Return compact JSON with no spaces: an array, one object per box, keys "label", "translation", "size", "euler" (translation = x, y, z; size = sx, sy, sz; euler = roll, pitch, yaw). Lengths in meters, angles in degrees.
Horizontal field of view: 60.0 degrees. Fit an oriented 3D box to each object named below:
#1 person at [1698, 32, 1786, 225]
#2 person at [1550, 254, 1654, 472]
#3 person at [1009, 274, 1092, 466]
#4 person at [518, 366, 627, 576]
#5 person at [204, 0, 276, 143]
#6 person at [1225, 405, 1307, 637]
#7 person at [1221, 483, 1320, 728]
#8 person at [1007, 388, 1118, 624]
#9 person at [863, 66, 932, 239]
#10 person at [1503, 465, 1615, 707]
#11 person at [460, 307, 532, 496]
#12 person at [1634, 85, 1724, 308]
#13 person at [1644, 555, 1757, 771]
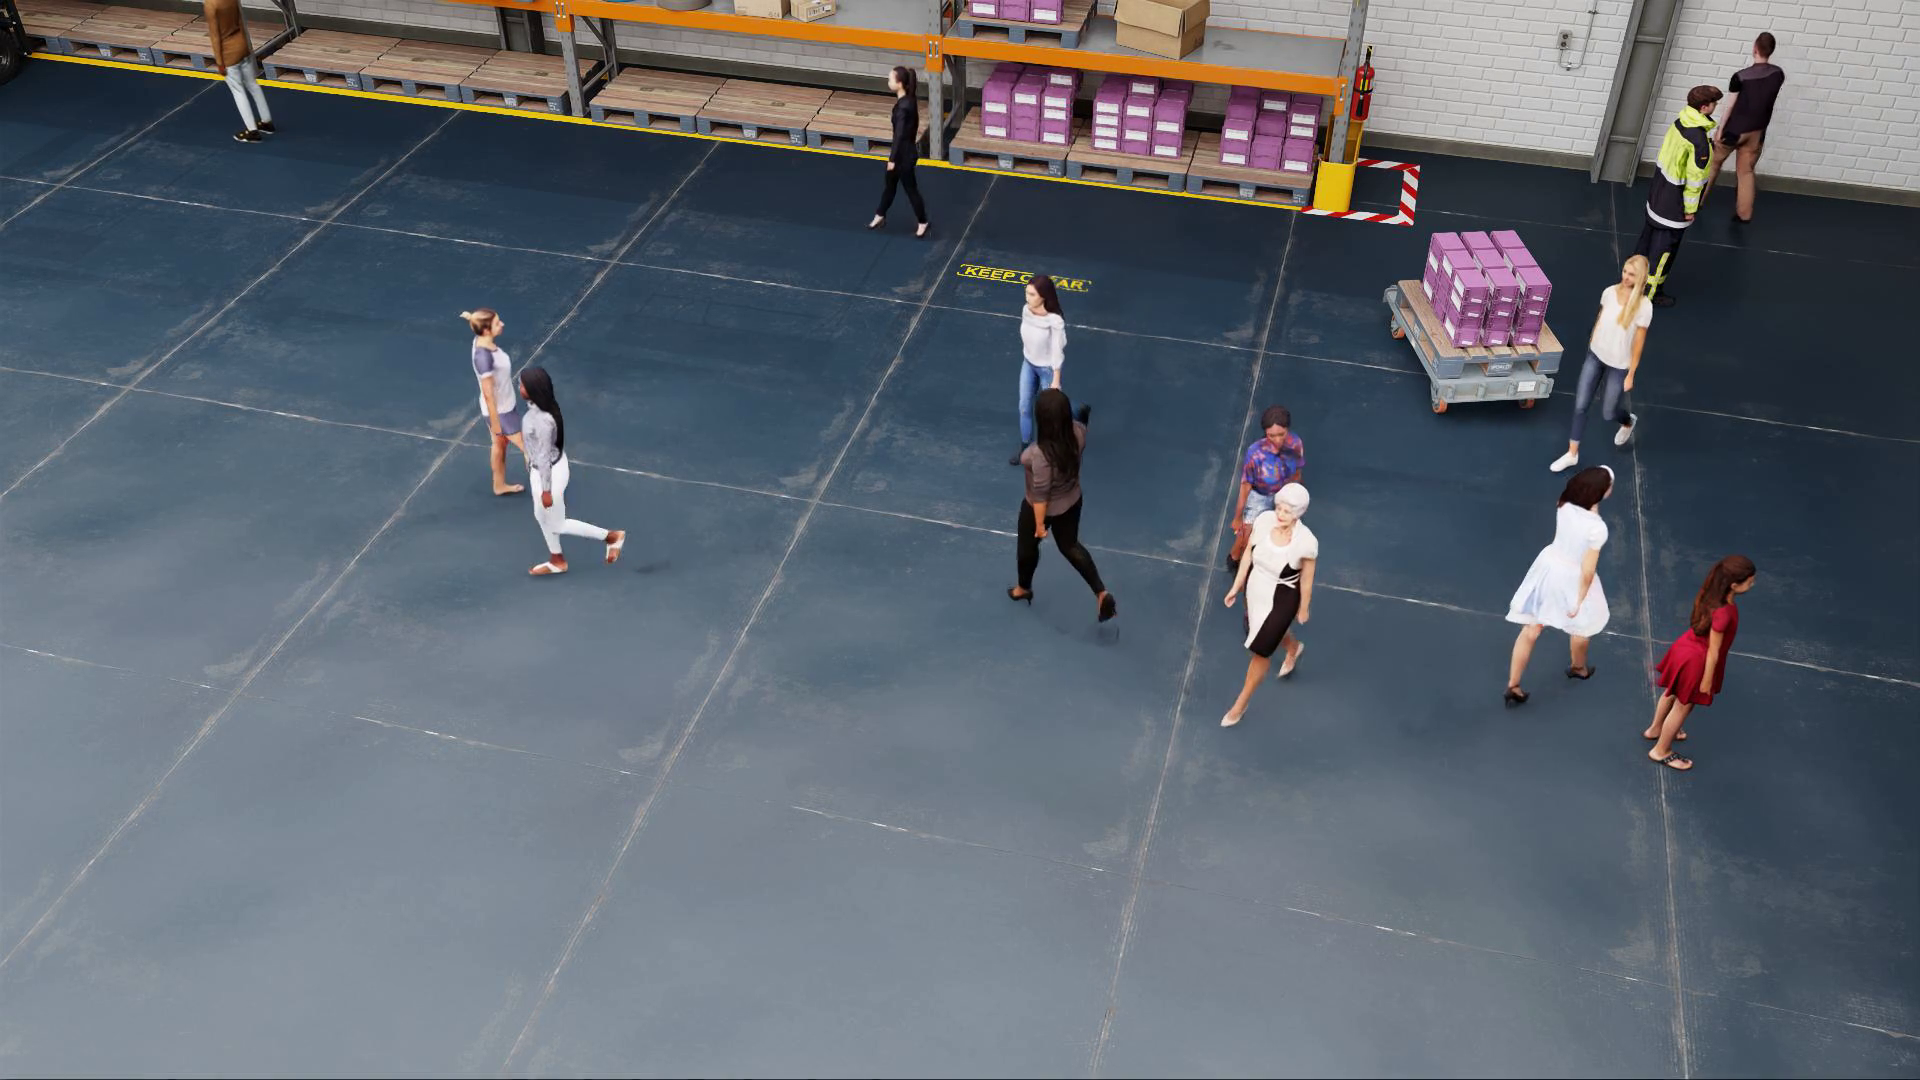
[{"label":"person","translation":[7.350,-3.802,15.508],"size":[1.076,1.812,0.944],"euler":[-2,39,-2]},{"label":"person","translation":[4.909,-1.324,12.422],"size":[1.041,1.791,1.010],"euler":[-22,44,-25]},{"label":"person","translation":[0.698,-1.308,12.552],"size":[1.041,1.603,1.041],"euler":[-28,46,-30]},{"label":"person","translation":[-2.717,-0.436,11.381],"size":[1.028,1.702,0.873],"euler":[-9,40,-11]},{"label":"person","translation":[-7.401,-4.974,16.973],"size":[0.537,1.815,0.631],"euler":[11,40,13]},{"label":"person","translation":[2.009,-0.254,11.161],"size":[1.069,1.693,1.126],"euler":[-24,44,-27]},{"label":"person","translation":[2.008,0.335,10.406],"size":[1.085,1.715,1.103],"euler":[-26,46,-29]},{"label":"person","translation":[0.695,-0.183,10.976],"size":[0.986,1.813,1.175],"euler":[-31,48,-33]},{"label":"person","translation":[-0.442,-3.516,15.254],"size":[0.944,1.682,0.730],"euler":[2,39,2]},{"label":"person","translation":[3.661,0.336,10.349],"size":[1.108,1.784,1.024],"euler":[-18,42,-21]},{"label":"person","translation":[-3.427,-0.956,12.107],"size":[0.866,1.609,0.778],"euler":[-12,40,-14]},{"label":"person","translation":[6.170,-2.988,14.352],"size":[0.772,1.983,0.844],"euler":[-2,39,-2]},{"label":"person","translation":[4.469,0.708,10.068],"size":[0.616,1.552,0.559],"euler":[6,39,8]}]
